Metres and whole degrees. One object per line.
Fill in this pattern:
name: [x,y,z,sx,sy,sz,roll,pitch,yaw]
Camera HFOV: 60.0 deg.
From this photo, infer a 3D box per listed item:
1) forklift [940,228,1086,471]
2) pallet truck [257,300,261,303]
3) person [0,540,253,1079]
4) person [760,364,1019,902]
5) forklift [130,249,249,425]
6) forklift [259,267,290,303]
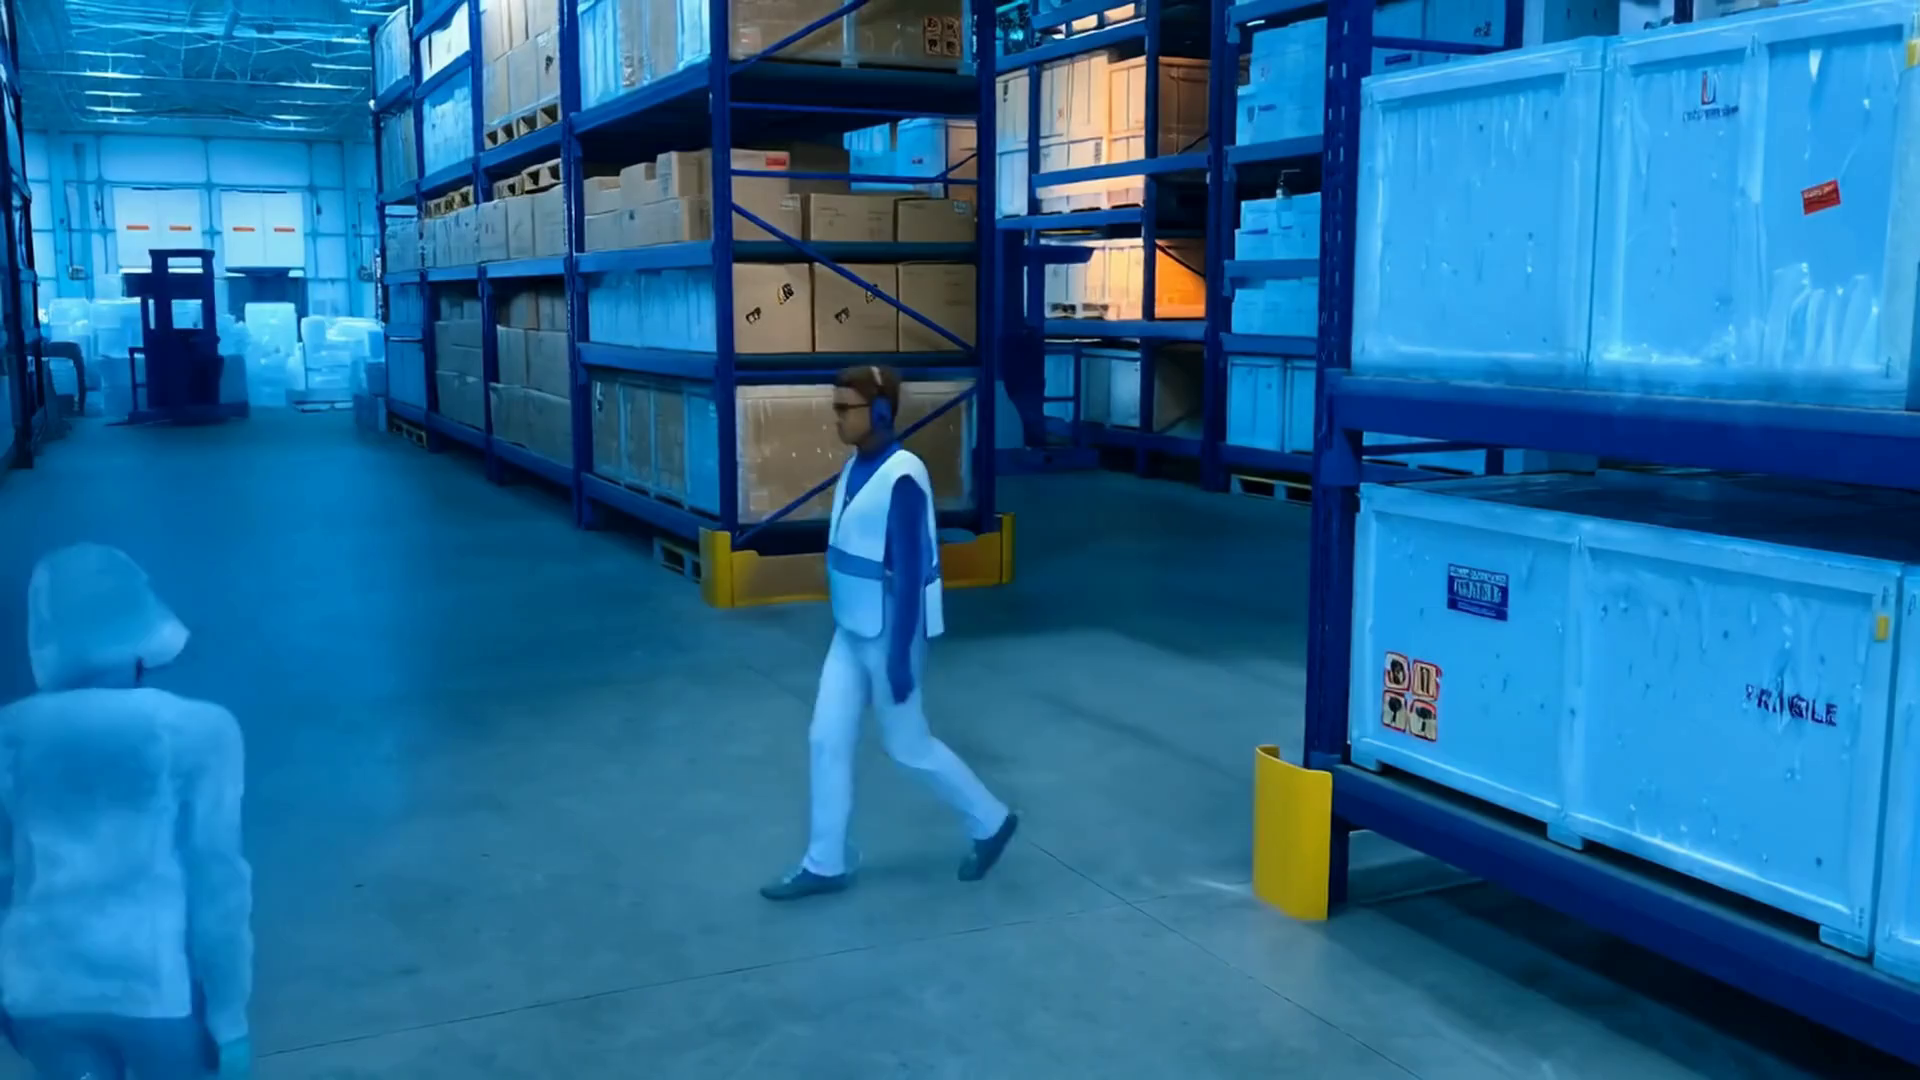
forklift: [0.392,-2.215,19.359,1.873,2.768,1.129,-4,9,-26]
pallet truck: [-23.913,-7.404,58.171,1.885,1.965,0.823,-1,8,-9]
person: [-1.460,0.805,2.879,0.518,1.605,0.438,0,8,1]
person: [-0.223,0.308,5.623,0.874,1.813,0.579,-4,9,-26]
forklift: [-12.483,-3.307,26.893,1.129,2.768,1.873,0,8,2]
forklift: [-17.328,-5.529,42.212,1.129,2.768,1.873,6,10,38]
